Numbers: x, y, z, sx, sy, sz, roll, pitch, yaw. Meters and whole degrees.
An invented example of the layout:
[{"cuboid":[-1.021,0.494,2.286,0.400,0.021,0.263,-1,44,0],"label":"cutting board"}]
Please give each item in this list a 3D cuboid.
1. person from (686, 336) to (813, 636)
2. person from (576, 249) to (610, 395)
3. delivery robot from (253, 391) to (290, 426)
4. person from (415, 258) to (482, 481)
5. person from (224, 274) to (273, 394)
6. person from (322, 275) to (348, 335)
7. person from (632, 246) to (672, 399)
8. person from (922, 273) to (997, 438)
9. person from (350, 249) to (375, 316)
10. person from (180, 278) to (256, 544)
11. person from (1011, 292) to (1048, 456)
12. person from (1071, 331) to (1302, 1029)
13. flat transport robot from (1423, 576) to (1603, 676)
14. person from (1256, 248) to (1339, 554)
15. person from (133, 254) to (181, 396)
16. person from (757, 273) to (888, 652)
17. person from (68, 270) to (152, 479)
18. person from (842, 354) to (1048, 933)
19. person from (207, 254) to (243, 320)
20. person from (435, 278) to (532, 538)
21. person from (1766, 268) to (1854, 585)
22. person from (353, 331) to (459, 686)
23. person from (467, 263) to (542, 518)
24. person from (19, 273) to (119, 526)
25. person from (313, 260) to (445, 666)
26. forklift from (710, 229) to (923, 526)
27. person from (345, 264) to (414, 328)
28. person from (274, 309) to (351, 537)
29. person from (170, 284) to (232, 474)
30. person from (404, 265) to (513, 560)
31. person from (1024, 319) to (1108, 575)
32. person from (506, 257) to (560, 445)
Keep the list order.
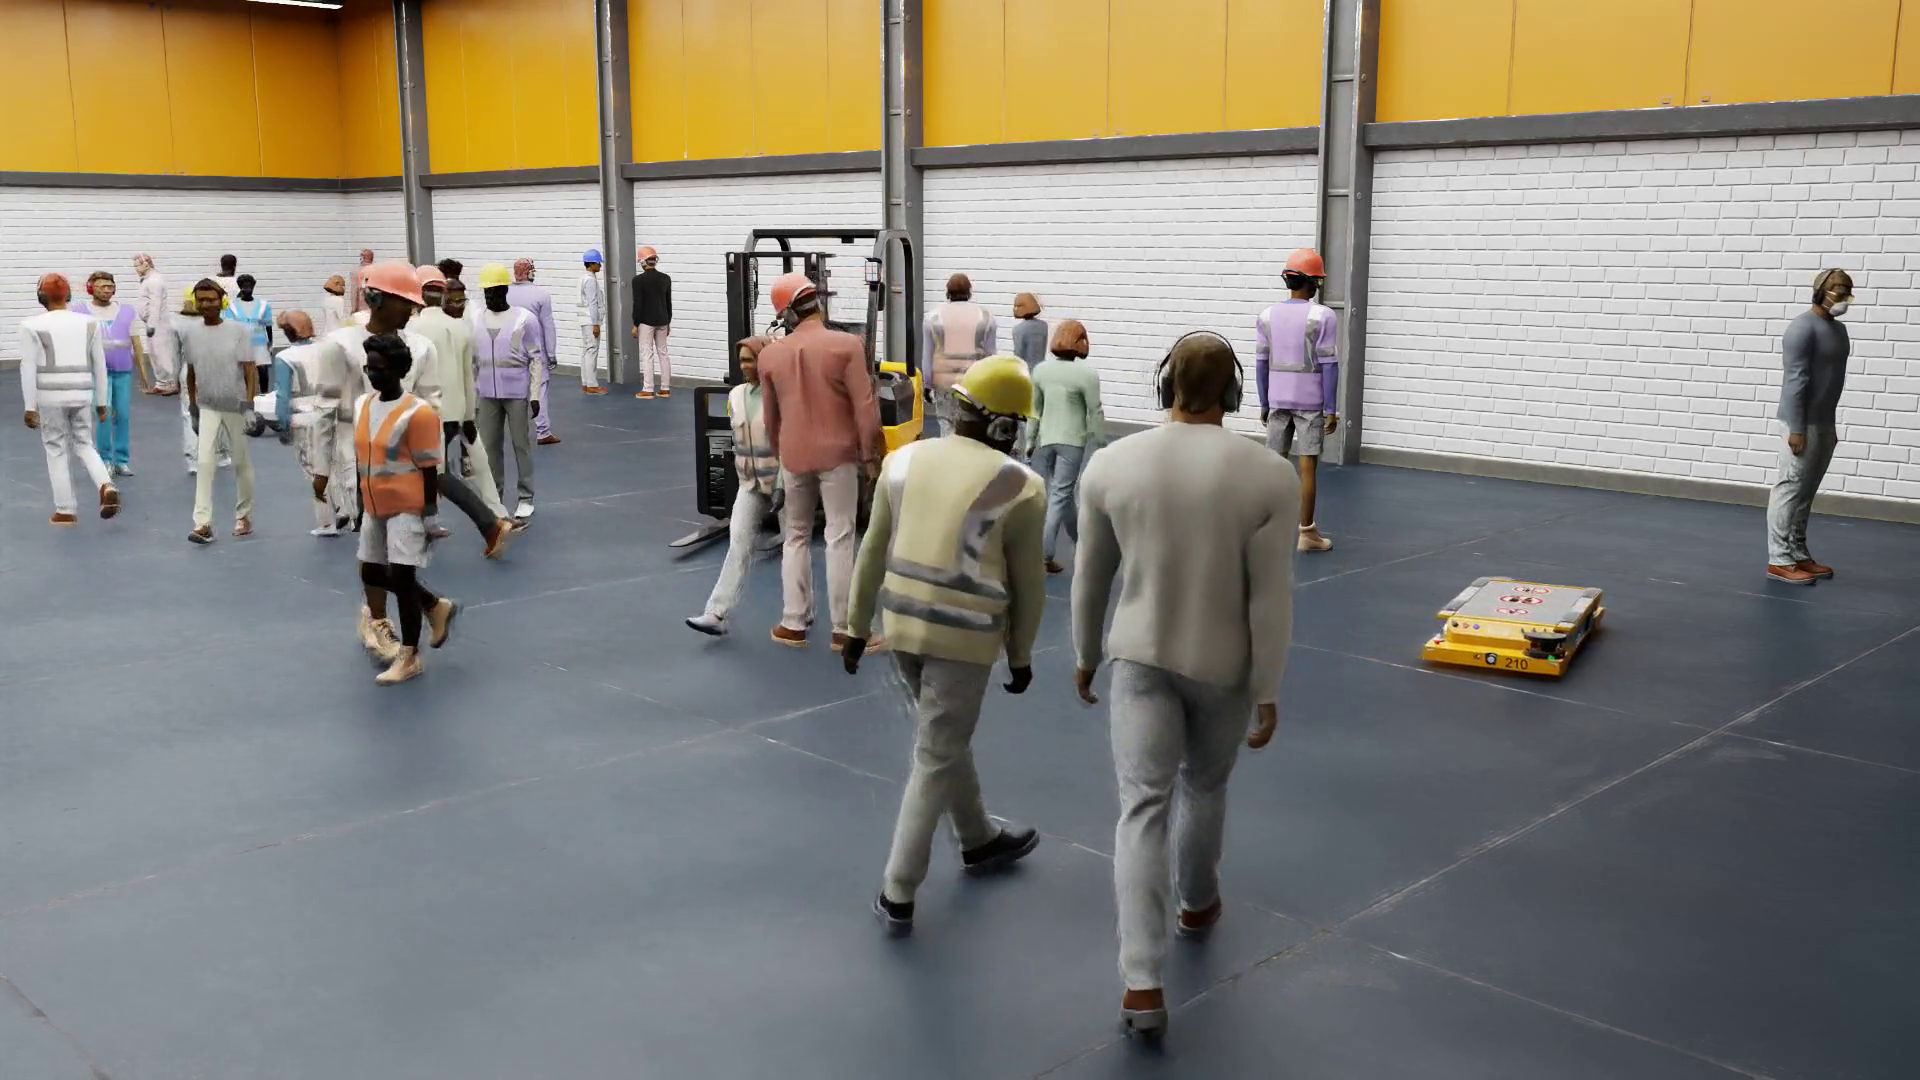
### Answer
[{"cuboid":[-1.078,-0.263,8.763,0.523,1.596,0.853,7,12,32],"label":"person"},{"cuboid":[-4.923,-2.914,22.285,0.406,1.945,0.613,-4,11,-22],"label":"person"},{"cuboid":[-7.202,-1.425,17.713,0.707,0.478,0.477,3,11,15],"label":"delivery robot"},{"cuboid":[-4.488,-1.507,14.652,0.606,1.943,0.713,-5,12,-26],"label":"person"},{"cuboid":[-8.384,-2.294,19.633,0.545,1.686,0.364,-4,11,-22],"label":"person"},{"cuboid":[-7.850,-2.522,21.006,0.498,1.633,0.278,10,14,43],"label":"person"},{"cuboid":[-4.040,-2.847,21.800,0.380,1.993,0.610,10,14,42],"label":"person"},{"cuboid":[-0.007,-1.317,13.915,0.637,1.822,0.616,0,10,-2],"label":"person"},{"cuboid":[-9.781,-3.853,27.554,0.691,1.911,0.409,-8,13,-37],"label":"person"},{"cuboid":[-5.142,-0.882,11.534,0.515,1.829,0.944,-2,11,-9],"label":"person"},{"cuboid":[0.703,-1.566,15.882,0.500,1.602,0.815,-9,14,-40],"label":"person"},{"cuboid":[0.612,0.357,4.679,0.654,1.877,1.073,3,11,15],"label":"person"},{"cuboid":[2.915,0.422,8.674,0.652,0.197,1.431,6,12,28],"label":"flat transport robot"},{"cuboid":[2.280,-0.929,11.205,0.608,2.044,0.378,9,14,41],"label":"person"},{"cuboid":[-10.689,-2.866,22.213,0.530,1.886,0.800,-6,12,-29],"label":"person"},{"cuboid":[-0.675,-0.393,8.583,0.758,1.948,0.389,4,11,22],"label":"person"},{"cuboid":[-7.456,-1.445,14.617,0.529,1.827,0.576,9,14,42],"label":"person"},{"cuboid":[-0.019,0.299,5.276,0.618,1.774,0.792,9,13,39],"label":"person"},{"cuboid":[-9.512,-2.753,21.548,0.622,1.893,0.441,1,10,5],"label":"person"},{"cuboid":[-3.476,-0.895,11.603,0.917,1.824,0.521,5,11,24],"label":"person"},{"cuboid":[5.262,-0.703,10.278,0.628,1.932,0.378,-9,14,-40],"label":"person"},{"cuboid":[-2.651,-0.168,8.015,0.537,1.681,0.530,7,12,32],"label":"person"},{"cuboid":[-3.453,-1.119,12.555,0.594,1.925,0.377,2,11,12],"label":"person"},{"cuboid":[-6.504,-1.011,12.155,0.561,1.869,0.582,7,13,35],"label":"person"},{"cuboid":[-2.833,-0.377,8.301,0.638,2.001,0.918,-10,14,-43],"label":"person"},{"cuboid":[-1.050,-1.319,12.920,1.214,2.155,2.313,2,11,13],"label":"forklift"},{"cuboid":[-4.331,-1.088,12.434,0.582,1.915,0.553,9,14,40],"label":"person"},{"cuboid":[-4.569,-0.815,11.705,0.372,1.618,0.535,6,12,28],"label":"person"},{"cuboid":[-6.872,-1.462,15.060,0.499,1.697,0.886,-2,11,-10],"label":"person"},{"cuboid":[-3.357,-0.817,10.887,0.914,1.945,0.624,3,11,16],"label":"person"},{"cuboid":[0.728,-0.599,10.596,0.525,1.591,0.828,9,14,42],"label":"person"},{"cuboid":[-4.405,-1.922,16.992,0.651,1.907,0.409,2,11,13],"label":"person"}]
